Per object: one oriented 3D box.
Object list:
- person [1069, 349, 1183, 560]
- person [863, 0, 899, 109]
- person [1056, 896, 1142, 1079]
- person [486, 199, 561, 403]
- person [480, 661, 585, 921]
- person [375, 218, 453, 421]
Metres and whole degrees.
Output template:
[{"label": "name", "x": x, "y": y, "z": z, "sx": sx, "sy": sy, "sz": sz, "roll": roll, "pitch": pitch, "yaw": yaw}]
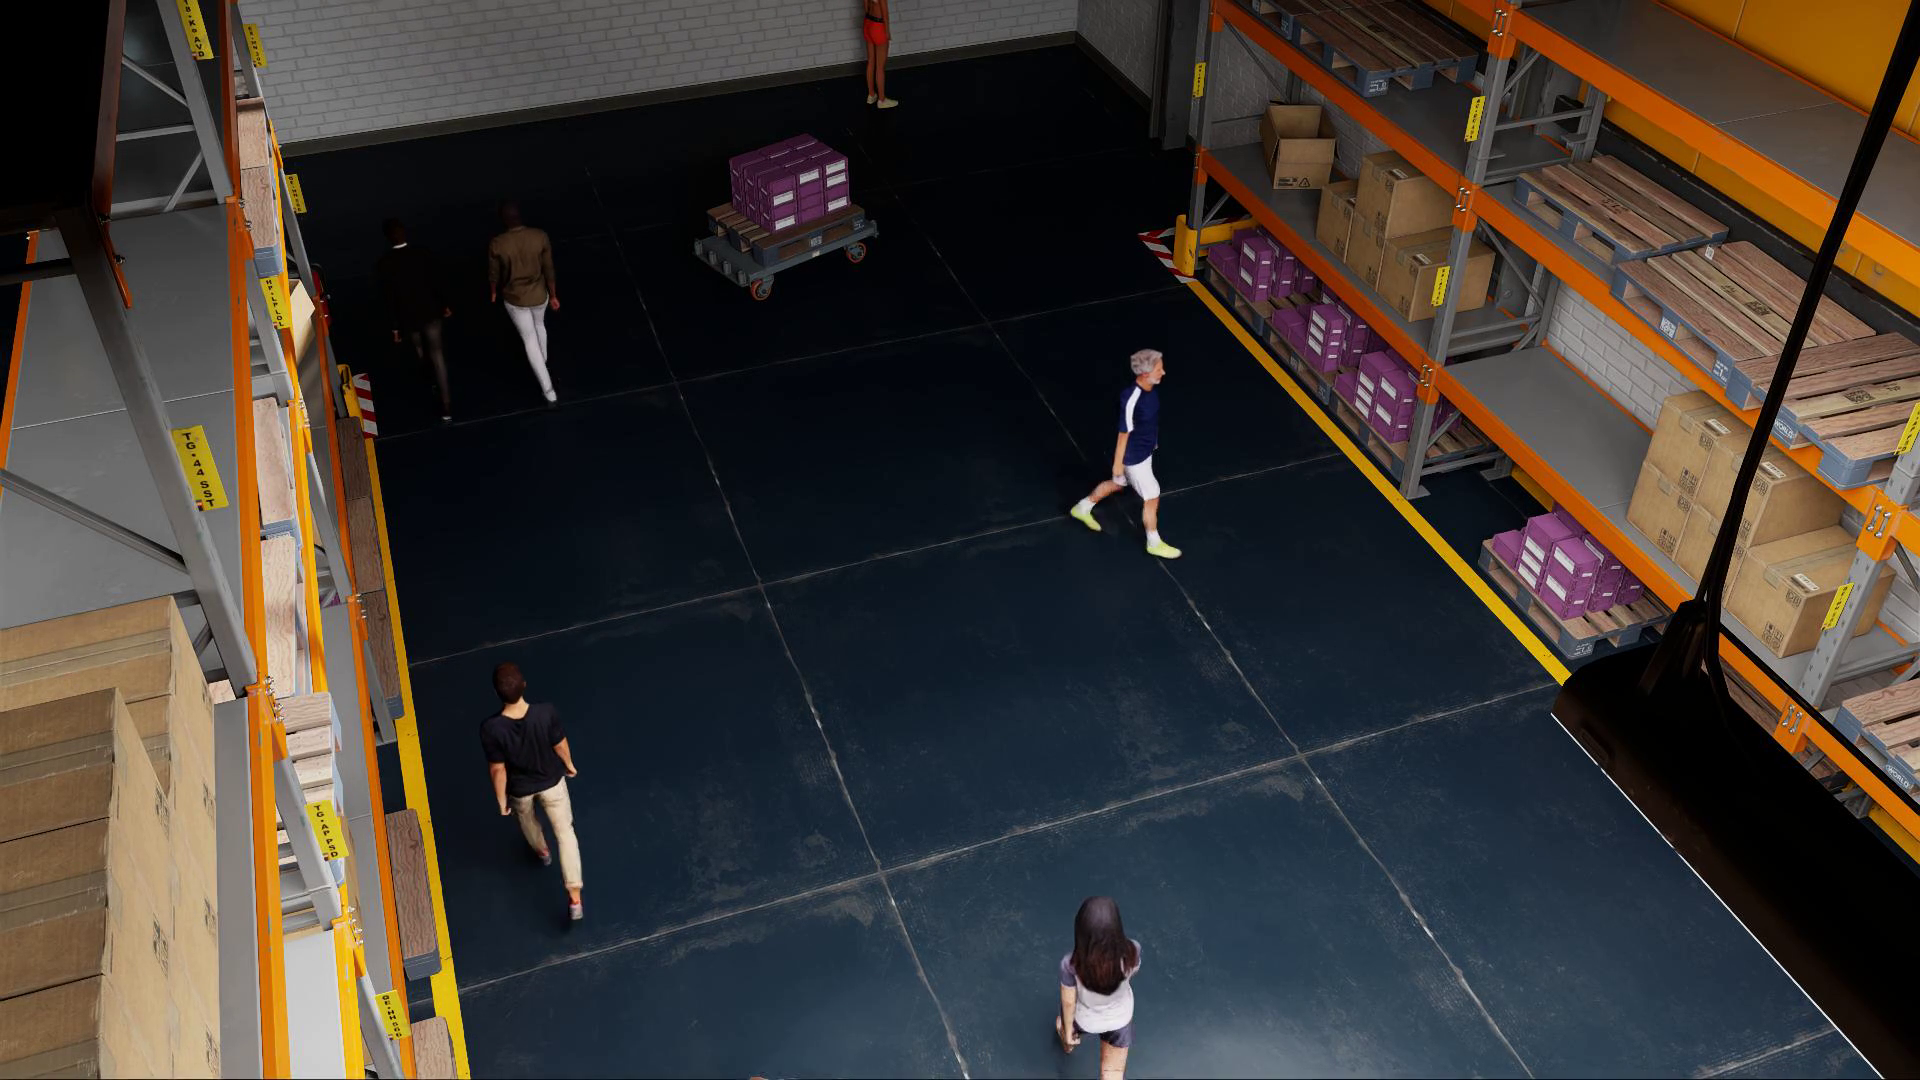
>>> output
[{"label": "person", "x": 1.238, "y": -0.679, "z": 12.570, "sx": 1.199, "sy": 1.797, "sz": 1.171, "roll": 13, "pitch": 40, "yaw": 16}, {"label": "person", "x": -0.963, "y": -5.850, "z": 19.051, "sx": 0.685, "sy": 1.791, "sz": 0.566, "roll": -23, "pitch": 44, "yaw": -27}, {"label": "person", "x": 0.746, "y": 2.539, "z": 8.659, "sx": 0.759, "sy": 1.650, "sz": 1.171, "roll": -5, "pitch": 39, "yaw": -7}, {"label": "person", "x": -3.696, "y": -2.013, "z": 14.251, "sx": 0.885, "sy": 1.786, "sz": 1.201, "roll": -21, "pitch": 43, "yaw": -24}, {"label": "person", "x": -2.480, "y": 1.491, "z": 9.831, "sx": 0.647, "sy": 1.826, "sz": 1.151, "roll": -13, "pitch": 40, "yaw": -16}, {"label": "person", "x": -4.534, "y": -1.830, "z": 14.048, "sx": 0.846, "sy": 1.752, "sz": 1.214, "roll": -19, "pitch": 43, "yaw": -23}]
